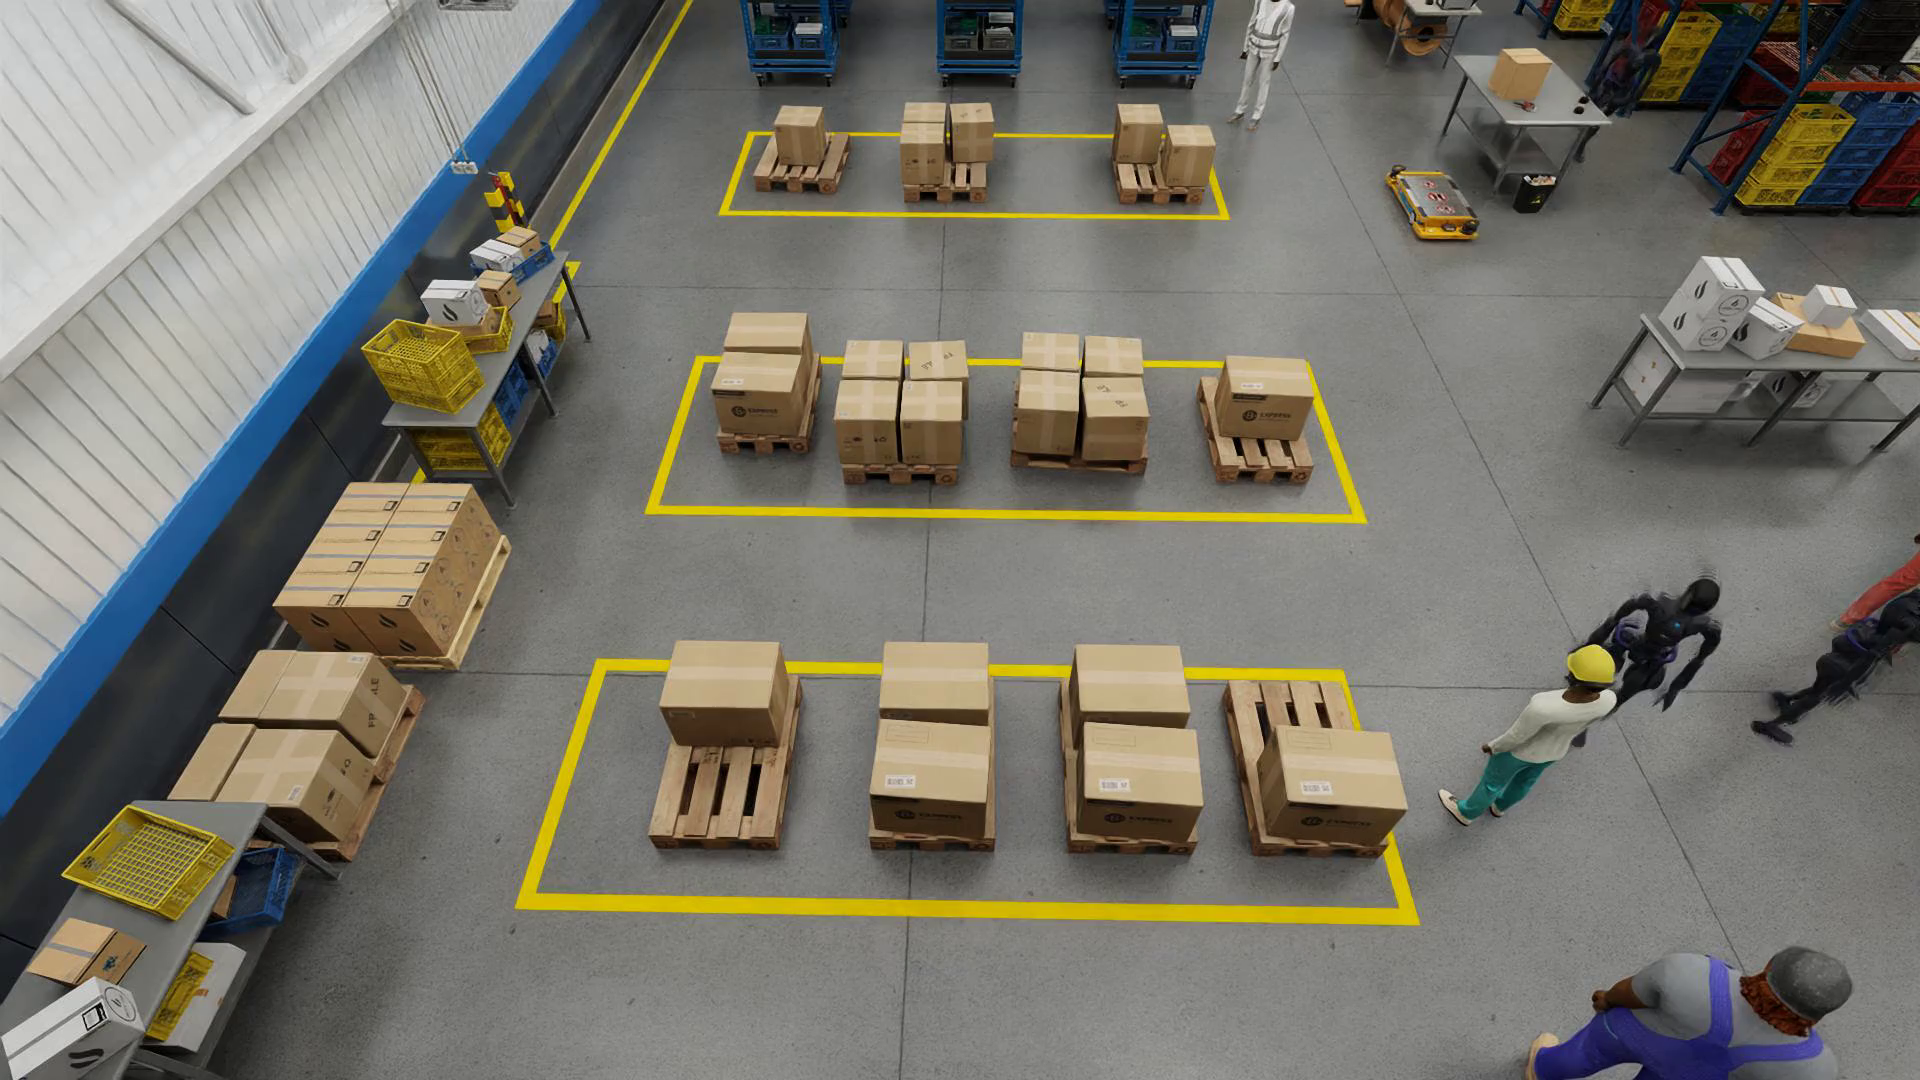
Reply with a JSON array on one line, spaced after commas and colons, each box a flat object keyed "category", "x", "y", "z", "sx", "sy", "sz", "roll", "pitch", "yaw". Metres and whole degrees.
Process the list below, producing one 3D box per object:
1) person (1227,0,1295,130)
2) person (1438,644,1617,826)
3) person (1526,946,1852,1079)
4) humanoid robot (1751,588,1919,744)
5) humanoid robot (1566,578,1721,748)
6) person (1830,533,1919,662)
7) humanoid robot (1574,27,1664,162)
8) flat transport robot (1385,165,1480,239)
[{"category": "person", "x": 3.952, "y": -6.379, "z": 11.988, "sx": 0.576, "sy": 1.882, "sz": 0.354, "roll": 36, "pitch": 58, "yaw": 27}, {"category": "person", "x": 3.421, "y": 1.205, "z": 5.504, "sx": 0.523, "sy": 1.760, "sz": 0.324, "roll": -7, "pitch": 50, "yaw": -6}, {"category": "person", "x": 3.405, "y": 2.332, "z": 4.344, "sx": 0.536, "sy": 2.000, "sz": 0.682, "roll": -37, "pitch": 58, "yaw": -27}, {"category": "humanoid robot", "x": 5.853, "y": 0.761, "z": 5.949, "sx": 0.632, "sy": 1.635, "sz": 0.340, "roll": -22, "pitch": 53, "yaw": -18}, {"category": "humanoid robot", "x": 4.332, "y": 0.813, "z": 5.902, "sx": 0.620, "sy": 1.650, "sz": 0.390, "roll": 26, "pitch": 54, "yaw": 21}, {"category": "person", "x": 6.947, "y": 0.102, "z": 6.304, "sx": 0.394, "sy": 1.991, "sz": 0.621, "roll": -10, "pitch": 50, "yaw": -9}, {"category": "humanoid robot", "x": 8.193, "y": -5.576, "z": 11.456, "sx": 0.547, "sy": 1.609, "sz": 0.718, "roll": 12, "pitch": 50, "yaw": 10}, {"category": "flat transport robot", "x": 5.692, "y": -4.094, "z": 11.059, "sx": 0.652, "sy": 0.197, "sz": 1.431, "roll": 1, "pitch": 49, "yaw": 1}]
